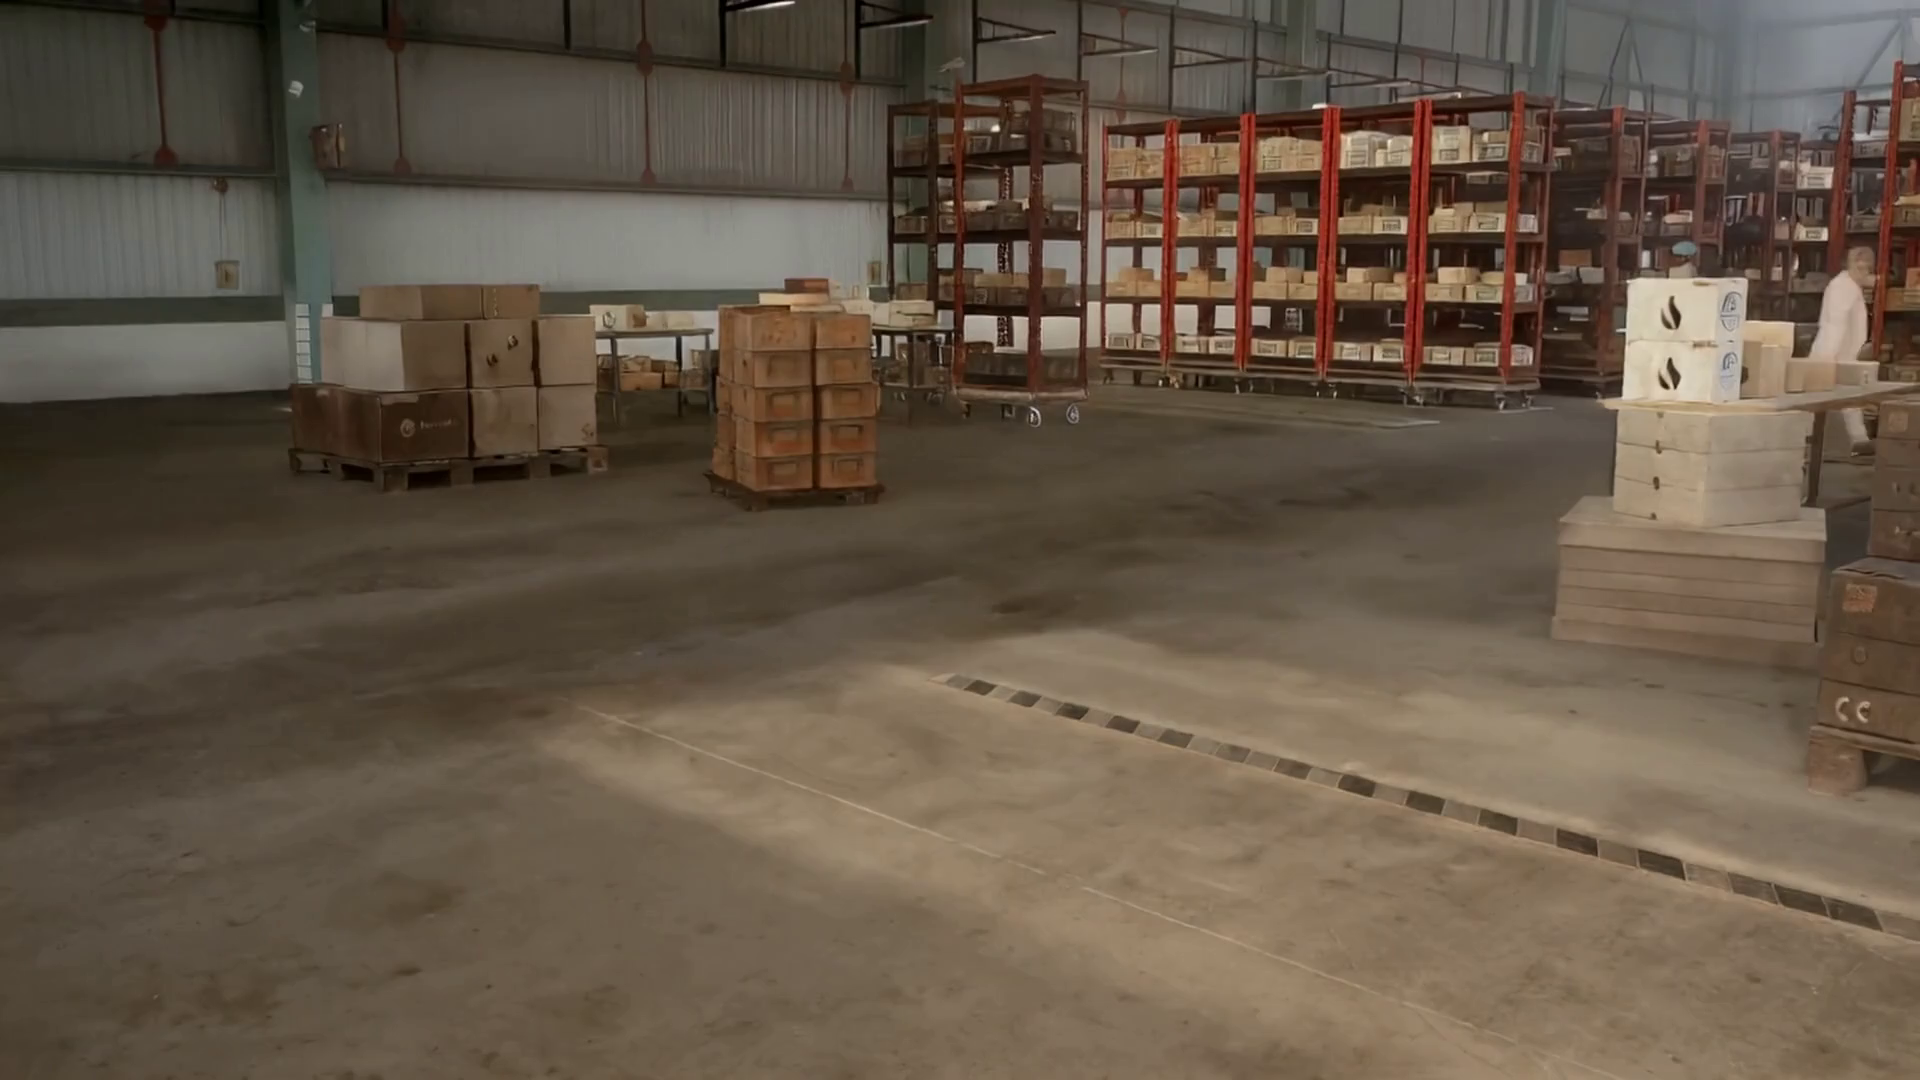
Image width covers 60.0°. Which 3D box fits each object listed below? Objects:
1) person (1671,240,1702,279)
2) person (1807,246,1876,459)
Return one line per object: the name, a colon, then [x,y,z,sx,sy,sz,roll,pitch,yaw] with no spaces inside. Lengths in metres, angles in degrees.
person: [9.475,-2.923,21.849,0.377,1.995,0.612,-1,10,-8]
person: [7.548,-1.608,14.403,1.011,1.861,0.662,4,10,24]
